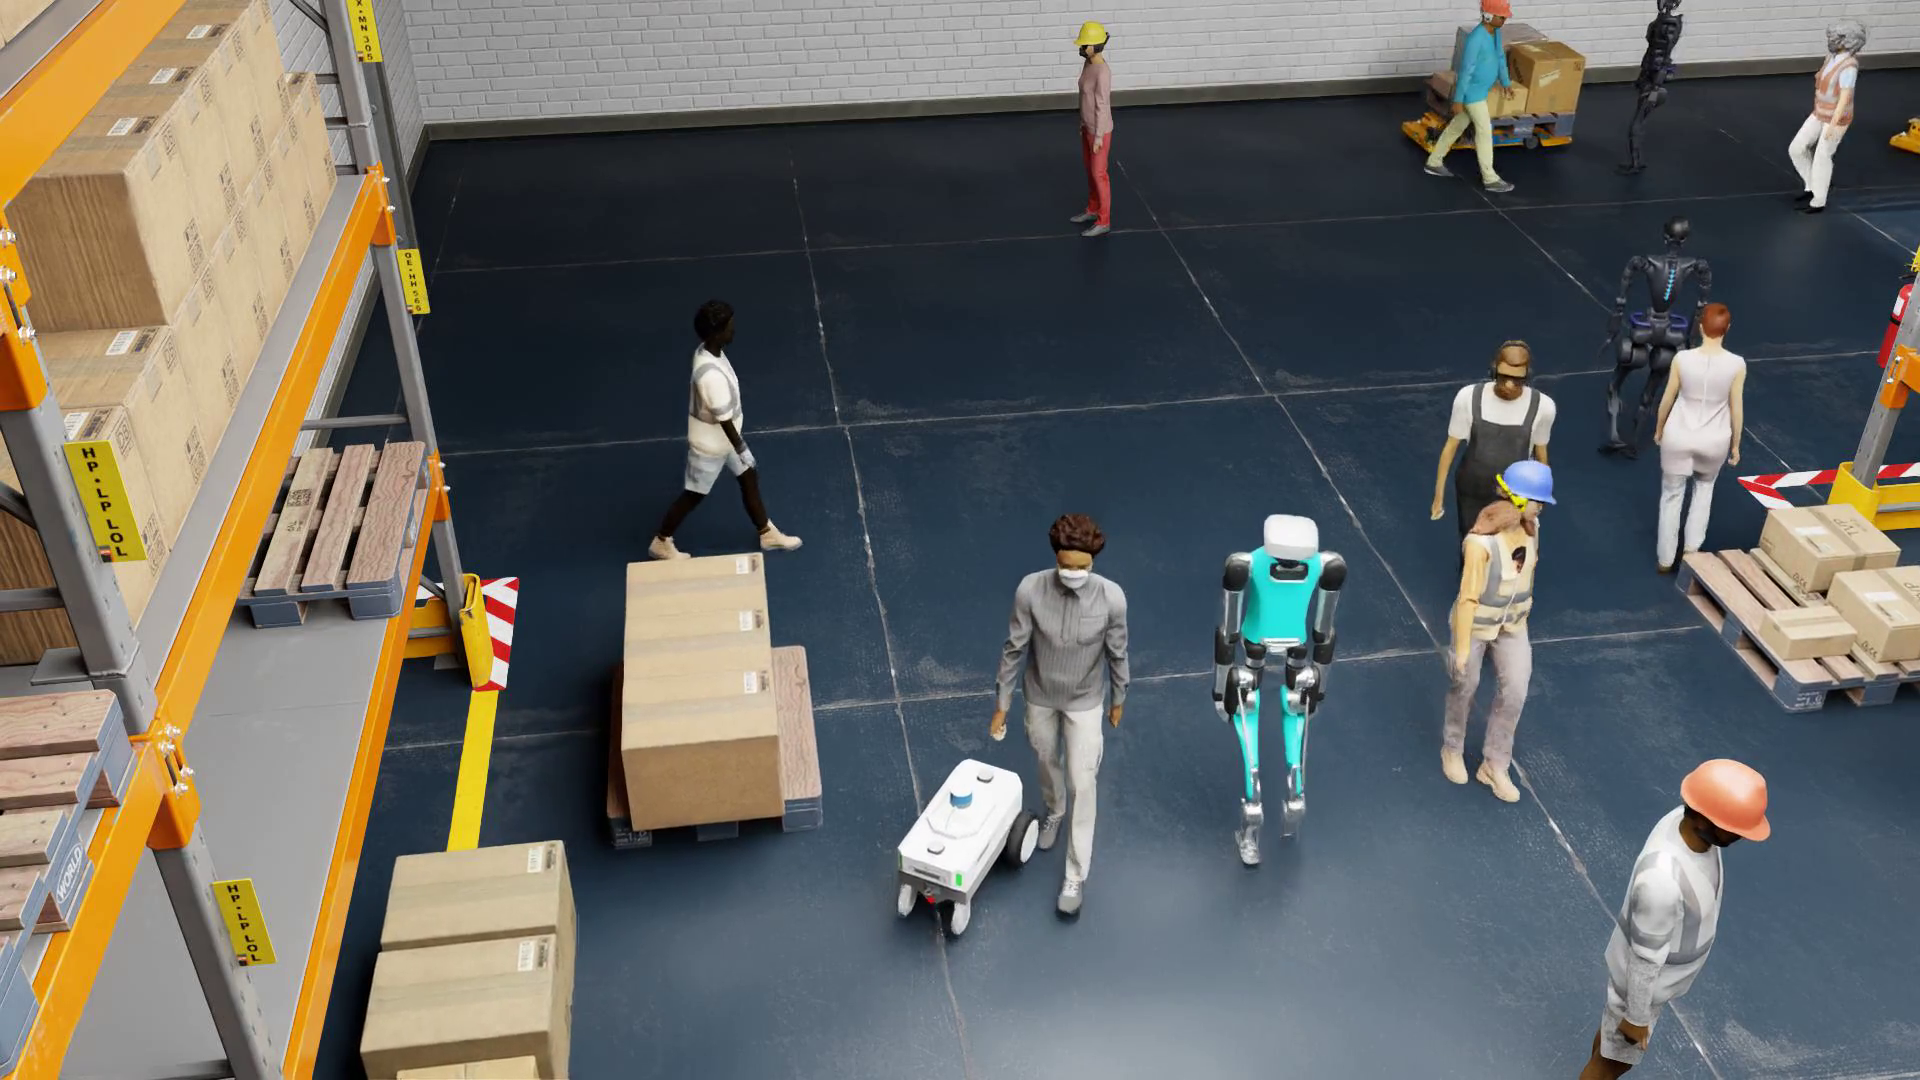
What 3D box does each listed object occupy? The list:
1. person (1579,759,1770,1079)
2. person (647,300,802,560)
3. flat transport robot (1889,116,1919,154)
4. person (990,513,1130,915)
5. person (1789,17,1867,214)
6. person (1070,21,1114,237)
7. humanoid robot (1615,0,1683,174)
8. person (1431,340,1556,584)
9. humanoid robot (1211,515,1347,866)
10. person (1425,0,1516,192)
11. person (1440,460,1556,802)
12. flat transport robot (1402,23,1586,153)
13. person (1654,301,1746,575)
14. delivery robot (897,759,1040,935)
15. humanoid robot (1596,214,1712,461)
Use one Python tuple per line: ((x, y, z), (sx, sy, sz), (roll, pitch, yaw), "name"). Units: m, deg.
((2.511, 1.544, 5.970), (0.366, 1.928, 0.541), (20, 38, 28), "person")
((-1.428, -0.592, 9.492), (0.893, 1.650, 0.531), (-2, 33, -2), "person")
((9.540, -3.895, 15.822), (1.431, 0.231, 0.659), (-23, 39, -31), "flat transport robot")
((0.430, 0.740, 7.257), (0.556, 1.870, 0.778), (8, 34, 13), "person")
((7.309, -3.574, 14.039), (0.403, 1.664, 0.509), (1, 33, 1), "person")
((1.079, -3.380, 13.672), (0.346, 1.758, 0.519), (-7, 34, -10), "person")
((6.174, -4.103, 14.846), (0.327, 1.648, 0.611), (4, 33, 6), "humanoid robot")
((2.760, -0.196, 8.744), (0.542, 1.802, 0.937), (14, 35, 20), "person")
((1.395, 0.797, 7.327), (0.541, 1.842, 0.678), (-1, 33, -2), "humanoid robot")
((4.571, -3.939, 14.584), (0.851, 1.698, 0.567), (17, 37, 24), "person")
((2.509, 0.476, 7.771), (0.543, 1.749, 0.553), (-9, 34, -14), "person")
((5.027, -3.924, 15.865), (1.431, 0.231, 0.659), (-5, 33, -8), "flat transport robot")
((4.187, -0.560, 9.454), (0.474, 1.629, 0.429), (12, 35, 17), "person")
((0.007, 1.338, 7.522), (0.499, 0.575, 0.759), (15, 36, 21), "delivery robot")
((4.366, -1.257, 10.487), (0.596, 1.643, 0.375), (6, 34, 9), "humanoid robot")
